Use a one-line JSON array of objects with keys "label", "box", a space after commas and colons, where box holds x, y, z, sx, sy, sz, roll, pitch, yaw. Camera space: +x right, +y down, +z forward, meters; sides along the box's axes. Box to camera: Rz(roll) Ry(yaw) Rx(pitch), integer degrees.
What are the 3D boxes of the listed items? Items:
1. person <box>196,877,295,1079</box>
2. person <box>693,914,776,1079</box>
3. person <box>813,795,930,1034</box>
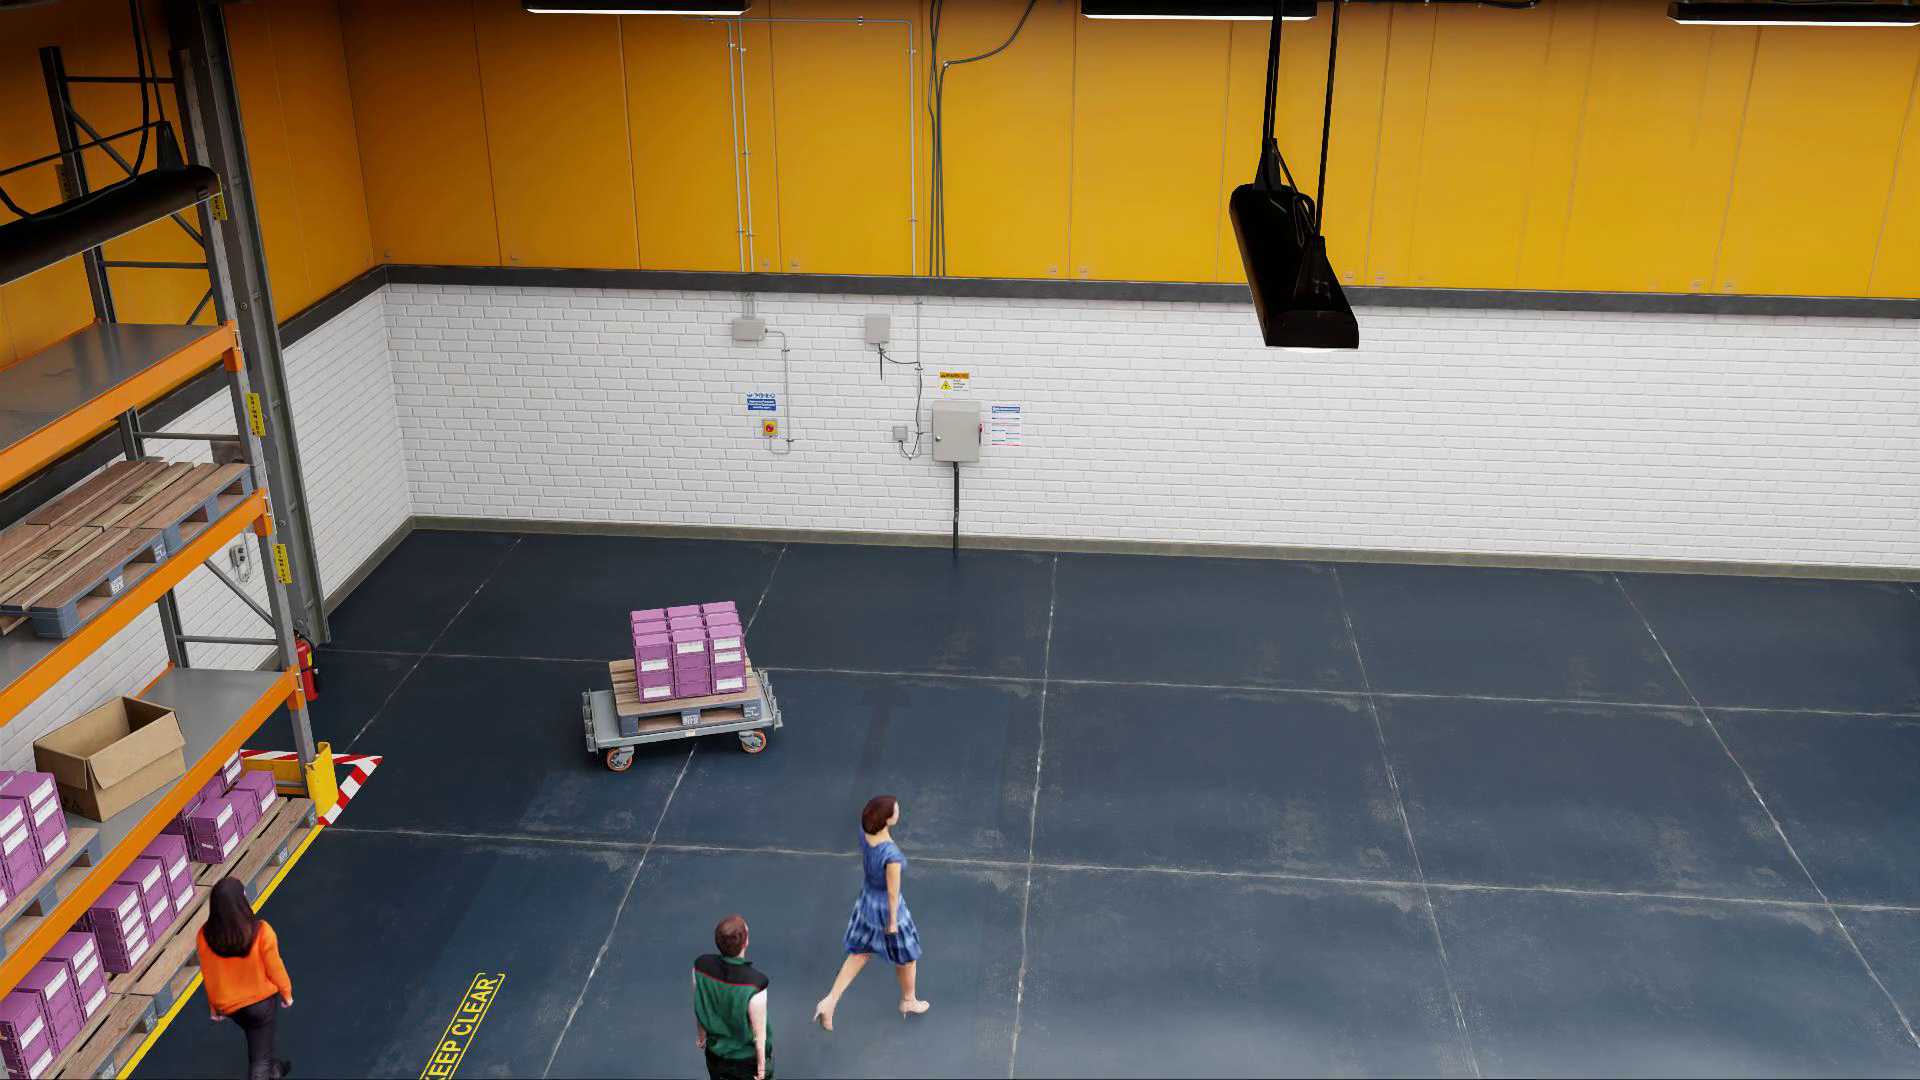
[{"label": "person", "box": [-4.292, 2.847, 9.959, 0.656, 1.706, 1.098, 2, 24, 3]}, {"label": "person", "box": [-1.322, 2.957, 9.558, 0.840, 1.825, 1.116, 9, 25, 20]}, {"label": "person", "box": [-0.579, 2.457, 10.762, 1.142, 1.777, 1.091, -18, 29, -35]}]
